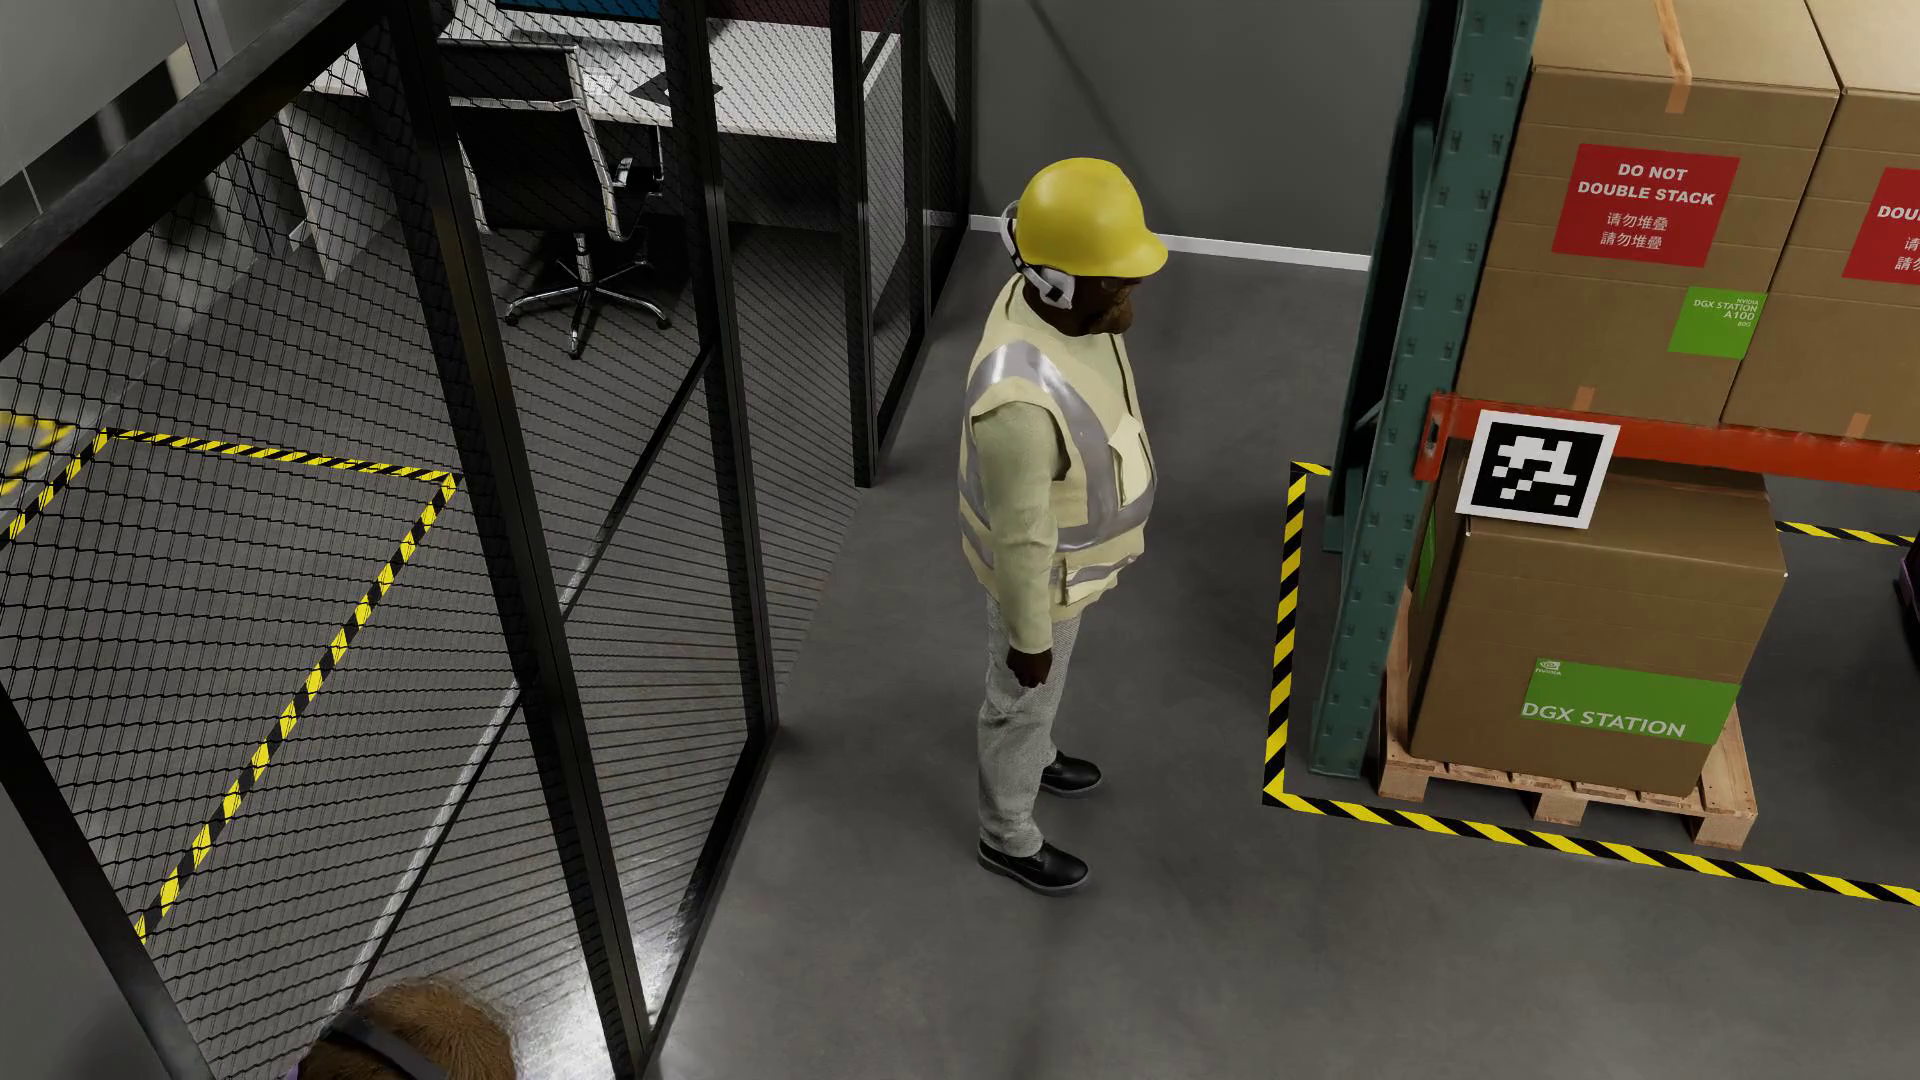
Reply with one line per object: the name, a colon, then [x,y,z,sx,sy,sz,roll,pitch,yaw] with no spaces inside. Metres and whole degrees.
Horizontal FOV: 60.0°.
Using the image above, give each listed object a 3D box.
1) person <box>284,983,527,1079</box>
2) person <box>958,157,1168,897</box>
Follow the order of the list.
person: [-0.523,1.172,2.150,0.654,1.935,0.402,19,44,20]
person: [0.203,0.013,3.563,0.403,1.830,0.600,8,42,9]
